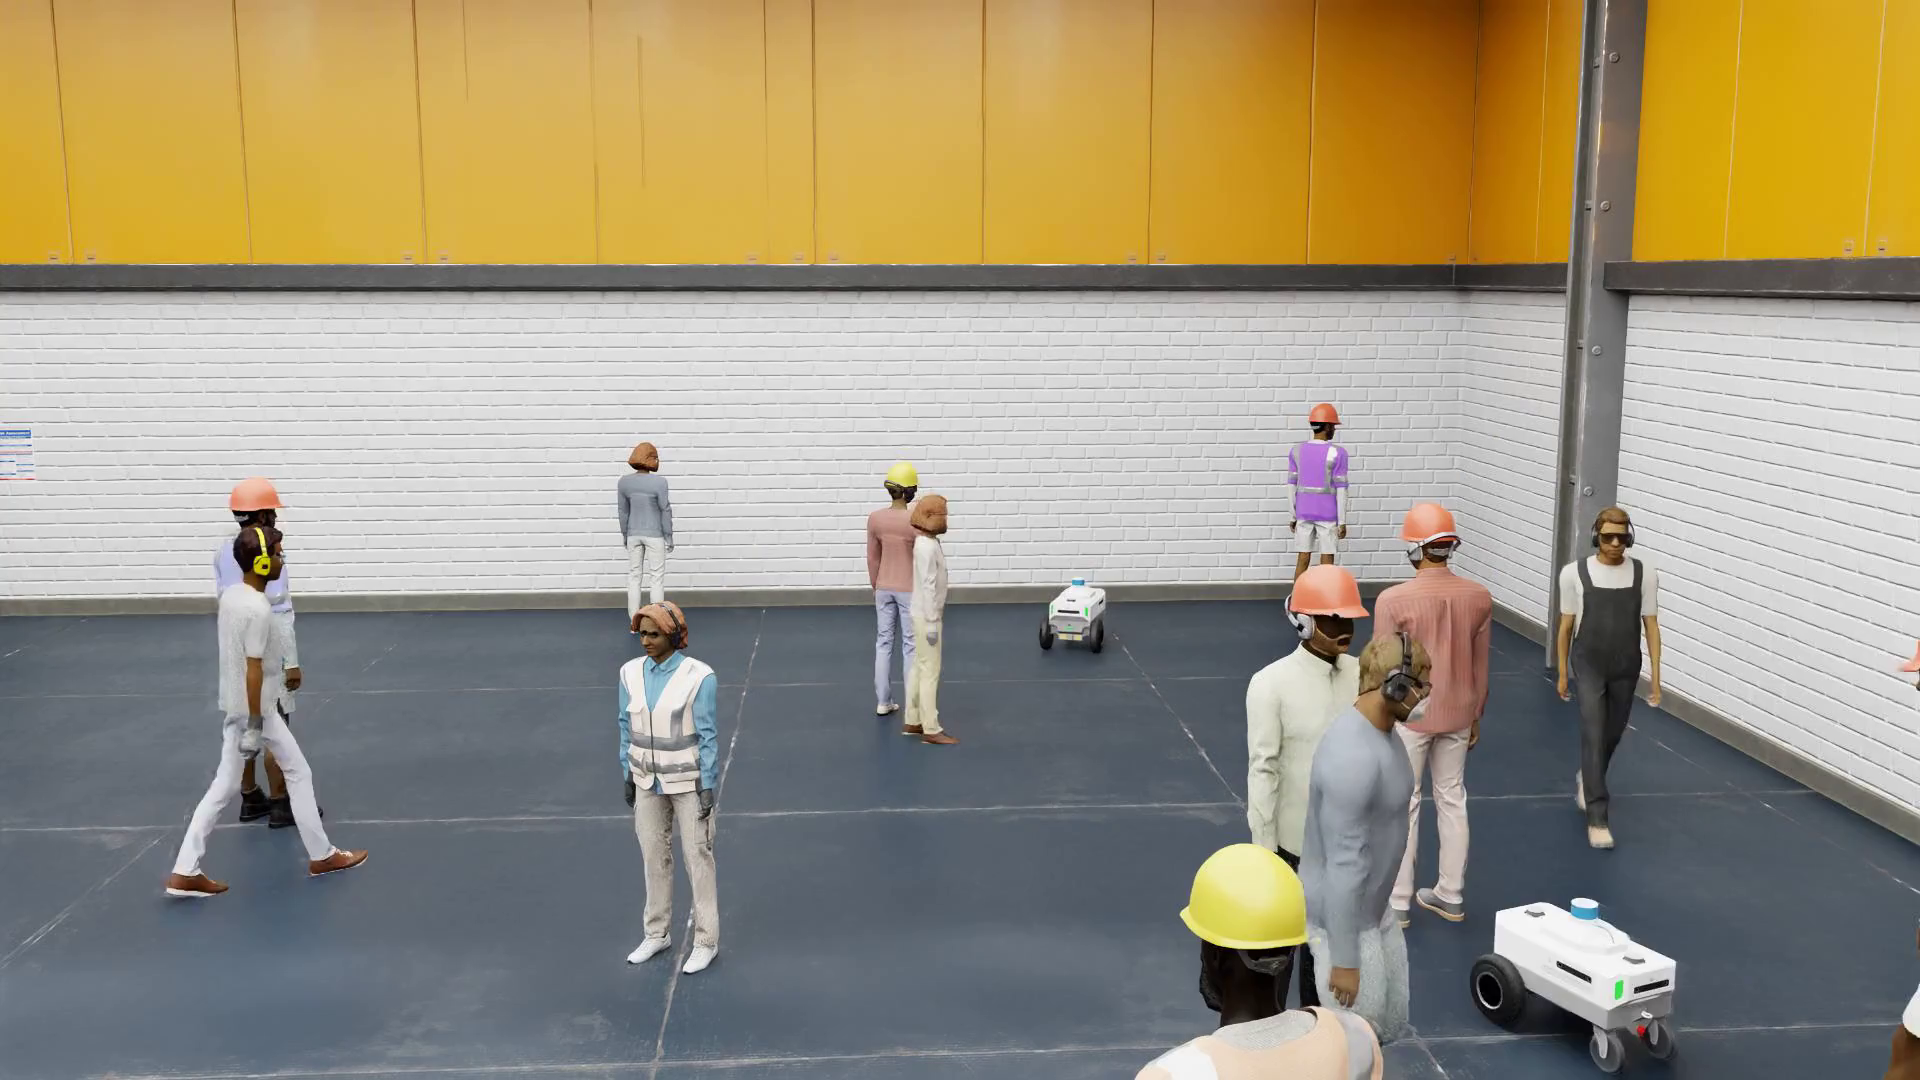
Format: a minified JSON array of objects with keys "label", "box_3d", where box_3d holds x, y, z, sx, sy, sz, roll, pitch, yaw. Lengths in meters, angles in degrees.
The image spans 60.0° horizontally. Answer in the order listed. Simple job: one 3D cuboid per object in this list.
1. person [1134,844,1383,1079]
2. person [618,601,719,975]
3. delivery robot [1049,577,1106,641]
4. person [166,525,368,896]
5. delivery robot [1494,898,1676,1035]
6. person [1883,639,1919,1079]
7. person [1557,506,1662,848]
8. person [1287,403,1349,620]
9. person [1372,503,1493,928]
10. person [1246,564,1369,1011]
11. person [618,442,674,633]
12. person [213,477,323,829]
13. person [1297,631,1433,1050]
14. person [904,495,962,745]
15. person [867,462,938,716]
[{"label":"person","box_3d":[0.561,1.549,3.346,0.590,1.927,0.367,-5,10,-30]},{"label":"person","box_3d":[-1.269,1.071,7.284,0.508,1.631,0.310,4,10,25]},{"label":"delivery robot","box_3d":[0.967,0.550,13.619,0.477,0.478,0.707,3,9,16]},{"label":"person","box_3d":[-3.492,0.834,8.182,0.510,1.825,0.946,9,12,43]},{"label":"delivery robot","box_3d":[2.468,1.668,6.601,0.477,0.478,0.707,-4,10,-25]},{"label":"person","box_3d":[3.088,1.216,5.240,1.027,1.987,0.631,6,11,33]},{"label":"person","box_3d":[3.528,0.694,9.095,0.532,1.810,0.926,1,9,8]},{"label":"person","box_3d":[3.110,-0.218,14.419,0.548,1.934,0.376,7,11,36]},{"label":"person","box_3d":[2.169,0.816,7.771,0.614,1.987,0.407,-3,9,-16]},{"label":"person","box_3d":[1.302,1.073,6.119,0.612,1.997,0.376,-6,11,-35]},{"label":"person","box_3d":[-2.648,-0.013,14.070,0.497,1.633,0.278,3,10,20]},{"label":"person","box_3d":[-3.828,0.617,9.158,0.545,1.940,0.352,6,11,32]},{"label":"person","box_3d":[1.207,1.228,5.420,0.602,1.910,0.676,4,10,24]},{"label":"person","box_3d":[-0.203,0.522,10.819,0.474,1.634,0.515,-1,9,-4]},{"label":"person","box_3d":[-0.394,0.350,11.378,0.522,1.769,0.317,6,11,33]}]
